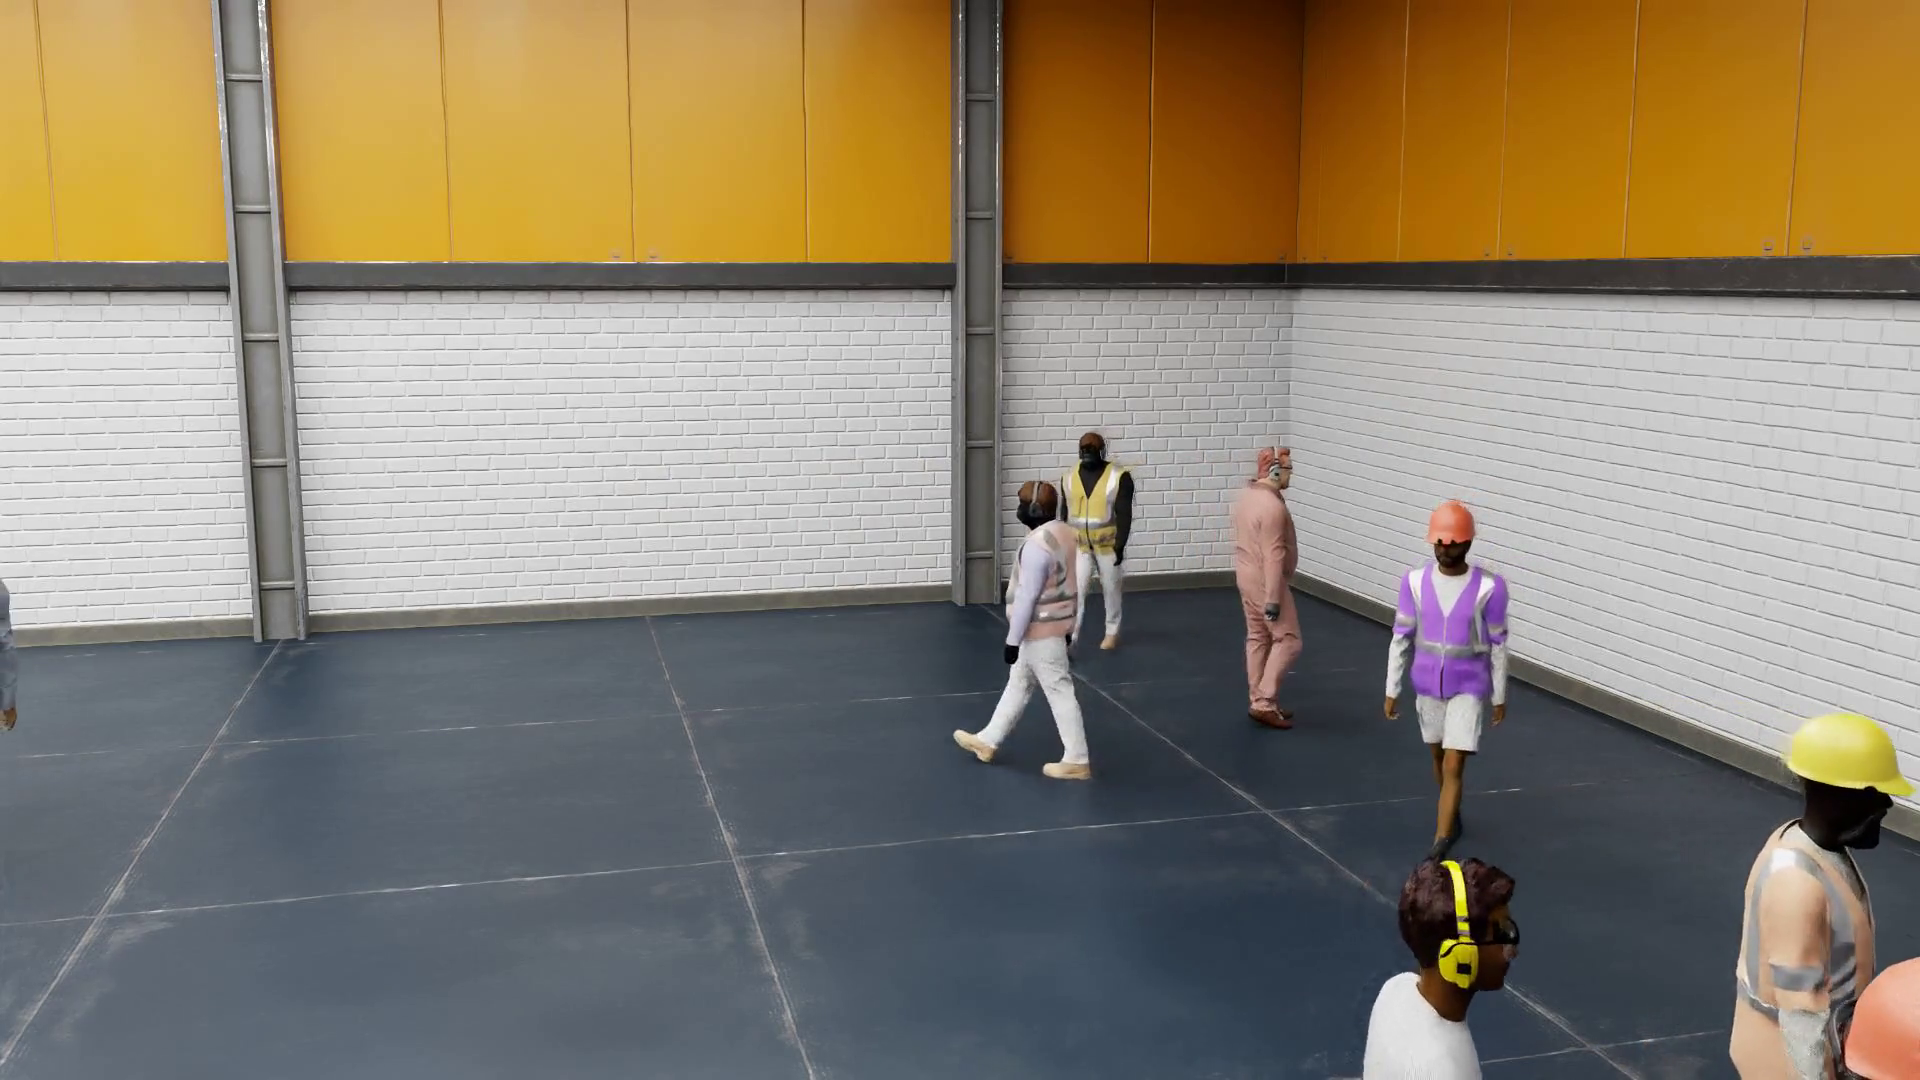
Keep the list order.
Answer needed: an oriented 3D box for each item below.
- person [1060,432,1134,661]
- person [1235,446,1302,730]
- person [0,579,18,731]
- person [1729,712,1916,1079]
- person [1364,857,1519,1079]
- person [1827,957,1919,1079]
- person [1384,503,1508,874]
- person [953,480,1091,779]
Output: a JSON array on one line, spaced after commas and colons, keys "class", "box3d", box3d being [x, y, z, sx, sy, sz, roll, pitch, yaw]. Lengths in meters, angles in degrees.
[{"class": "person", "box3d": [1.053, 0.045, 13.150, 0.629, 1.786, 0.999, 4, 10, 22]}, {"class": "person", "box3d": [2.071, 0.310, 11.148, 0.432, 1.900, 0.672, -2, 9, -9]}, {"class": "person", "box3d": [-5.056, 0.785, 8.273, 0.636, 1.888, 0.979, -8, 12, -41]}, {"class": "person", "box3d": [2.254, 1.388, 4.412, 0.486, 1.931, 0.608, 6, 11, 34]}, {"class": "person", "box3d": [0.952, 1.557, 3.482, 0.438, 1.862, 0.501, 2, 9, 10]}, {"class": "person", "box3d": [1.442, 1.612, 2.572, 0.609, 2.042, 0.382, -7, 12, -38]}, {"class": "person", "box3d": [2.491, 0.740, 8.538, 0.571, 1.883, 1.008, 6, 11, 32]}, {"class": "person", "box3d": [0.387, 0.538, 10.031, 0.927, 1.794, 0.654, 3, 9, 16]}]
